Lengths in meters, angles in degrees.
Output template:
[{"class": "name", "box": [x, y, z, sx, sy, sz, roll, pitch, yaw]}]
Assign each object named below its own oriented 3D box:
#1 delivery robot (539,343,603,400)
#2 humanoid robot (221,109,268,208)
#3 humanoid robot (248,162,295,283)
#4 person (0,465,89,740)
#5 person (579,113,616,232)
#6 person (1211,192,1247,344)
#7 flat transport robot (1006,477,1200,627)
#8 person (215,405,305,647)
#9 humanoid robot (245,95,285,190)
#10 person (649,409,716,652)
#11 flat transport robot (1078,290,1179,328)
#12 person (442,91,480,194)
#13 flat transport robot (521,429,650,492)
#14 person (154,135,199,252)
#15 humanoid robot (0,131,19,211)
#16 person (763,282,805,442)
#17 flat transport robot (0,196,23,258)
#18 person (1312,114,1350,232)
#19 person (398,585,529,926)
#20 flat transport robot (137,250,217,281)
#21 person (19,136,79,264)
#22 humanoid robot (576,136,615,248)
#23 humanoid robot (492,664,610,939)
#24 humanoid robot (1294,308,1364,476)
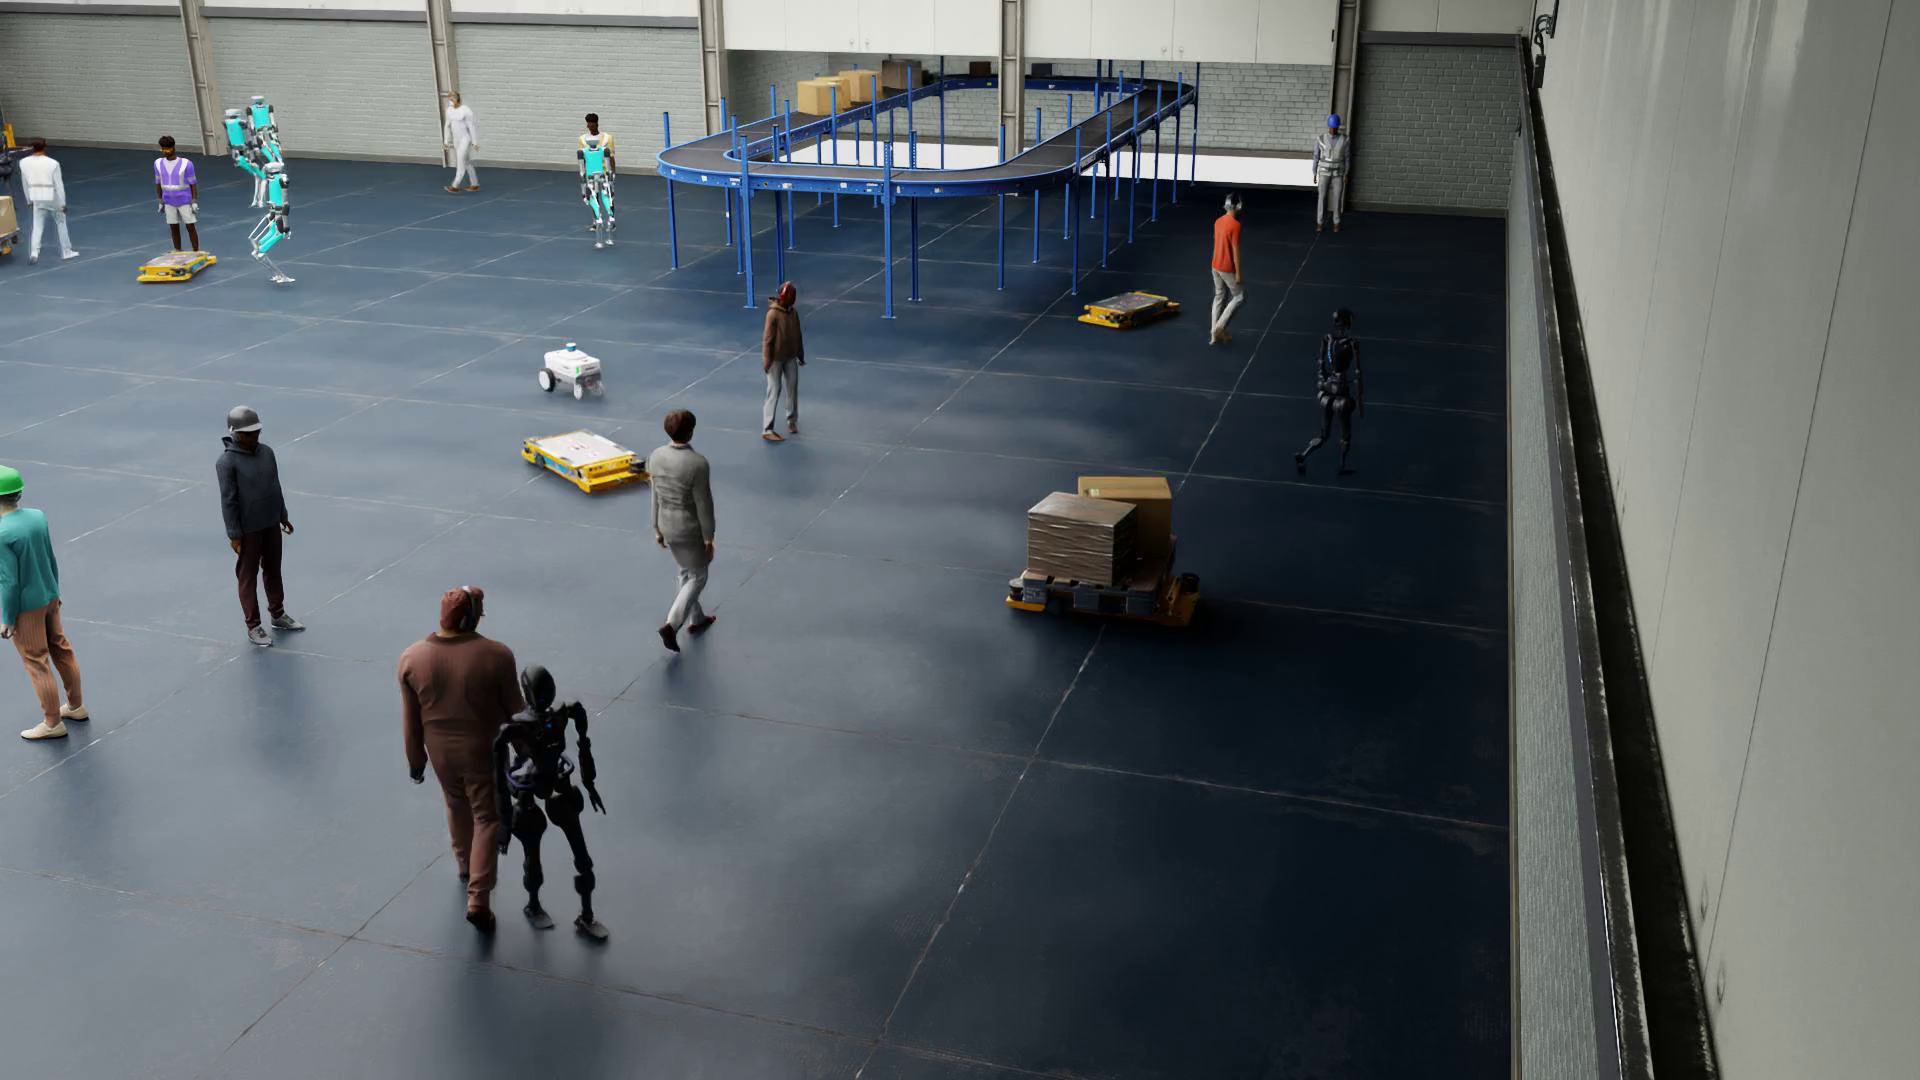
[{"class": "delivery robot", "box": [-4.384, -1.914, 18.773, 0.792, 0.614, 0.499, 20, 28, 41]}, {"class": "humanoid robot", "box": [-12.777, -6.867, 29.967, 0.548, 1.799, 0.735, 9, 23, 23]}, {"class": "humanoid robot", "box": [-9.823, -4.478, 23.565, 0.735, 1.677, 0.533, -20, 28, -41]}, {"class": "person", "box": [-6.097, 0.407, 10.892, 0.358, 1.872, 0.526, 3, 21, 8]}, {"class": "person", "box": [-6.041, -6.135, 27.761, 0.612, 1.951, 0.385, 2, 21, 4]}, {"class": "person", "box": [3.350, -3.347, 20.621, 0.460, 1.884, 0.543, -10, 23, -24]}, {"class": "flat transport robot", "box": [1.132, 0.413, 13.106, 1.431, 0.231, 0.659, 6, 22, 15]}, {"class": "person", "box": [-5.223, -0.126, 12.357, 0.365, 1.814, 0.539, 11, 24, 26]}, {"class": "humanoid robot", "box": [-13.122, -7.526, 31.665, 0.784, 1.786, 0.531, 20, 28, 41]}, {"class": "person", "box": [-2.050, -0.068, 12.228, 0.516, 1.807, 0.775, 10, 23, 24]}, {"class": "flat transport robot", "box": [2.256, -3.066, 22.129, 0.659, 0.231, 1.431, 17, 27, 37]}, {"class": "person", "box": [-9.462, -7.452, 31.243, 0.627, 1.890, 1.002, 14, 25, 32]}, {"class": "flat transport robot", "box": [-3.664, -0.784, 16.212, 0.659, 0.231, 1.431, -17, 27, -36]}, {"class": "person", "box": [-11.793, -5.104, 25.070, 0.602, 1.958, 0.376, 0, 21, -1]}, {"class": "humanoid robot", "box": [-17.002, -6.647, 29.449, 0.344, 1.649, 0.599, 3, 21, 7]}, {"class": "person", "box": [-1.819, -1.852, 17.102, 0.385, 1.622, 0.568, 19, 28, 41]}, {"class": "flat transport robot", "box": [-15.188, -4.368, 25.507, 0.659, 0.231, 1.431, -3, 21, -7]}, {"class": "person", "box": [6.180, -6.115, 27.736, 0.611, 1.933, 0.414, 2, 21, 5]}, {"class": "person", "box": [-2.674, 1.151, 8.986, 0.640, 1.860, 0.882, 2, 21, 5]}, {"class": "flat transport robot", "box": [-11.654, -4.080, 24.761, 0.659, 0.231, 1.431, -2, 21, -4]}, {"class": "person", "box": [-13.996, -5.185, 25.392, 0.617, 1.890, 0.791, -1, 21, -3]}, {"class": "humanoid robot", "box": [-5.663, -5.462, 26.184, 0.534, 1.703, 0.755, -10, 23, -24]}, {"class": "humanoid robot", "box": [-2.167, 1.354, 8.740, 0.608, 1.623, 0.579, -17, 27, -38]}, {"class": "humanoid robot", "box": [3.549, -1.402, 15.880, 0.651, 1.630, 0.603, -12, 24, -28]}]
